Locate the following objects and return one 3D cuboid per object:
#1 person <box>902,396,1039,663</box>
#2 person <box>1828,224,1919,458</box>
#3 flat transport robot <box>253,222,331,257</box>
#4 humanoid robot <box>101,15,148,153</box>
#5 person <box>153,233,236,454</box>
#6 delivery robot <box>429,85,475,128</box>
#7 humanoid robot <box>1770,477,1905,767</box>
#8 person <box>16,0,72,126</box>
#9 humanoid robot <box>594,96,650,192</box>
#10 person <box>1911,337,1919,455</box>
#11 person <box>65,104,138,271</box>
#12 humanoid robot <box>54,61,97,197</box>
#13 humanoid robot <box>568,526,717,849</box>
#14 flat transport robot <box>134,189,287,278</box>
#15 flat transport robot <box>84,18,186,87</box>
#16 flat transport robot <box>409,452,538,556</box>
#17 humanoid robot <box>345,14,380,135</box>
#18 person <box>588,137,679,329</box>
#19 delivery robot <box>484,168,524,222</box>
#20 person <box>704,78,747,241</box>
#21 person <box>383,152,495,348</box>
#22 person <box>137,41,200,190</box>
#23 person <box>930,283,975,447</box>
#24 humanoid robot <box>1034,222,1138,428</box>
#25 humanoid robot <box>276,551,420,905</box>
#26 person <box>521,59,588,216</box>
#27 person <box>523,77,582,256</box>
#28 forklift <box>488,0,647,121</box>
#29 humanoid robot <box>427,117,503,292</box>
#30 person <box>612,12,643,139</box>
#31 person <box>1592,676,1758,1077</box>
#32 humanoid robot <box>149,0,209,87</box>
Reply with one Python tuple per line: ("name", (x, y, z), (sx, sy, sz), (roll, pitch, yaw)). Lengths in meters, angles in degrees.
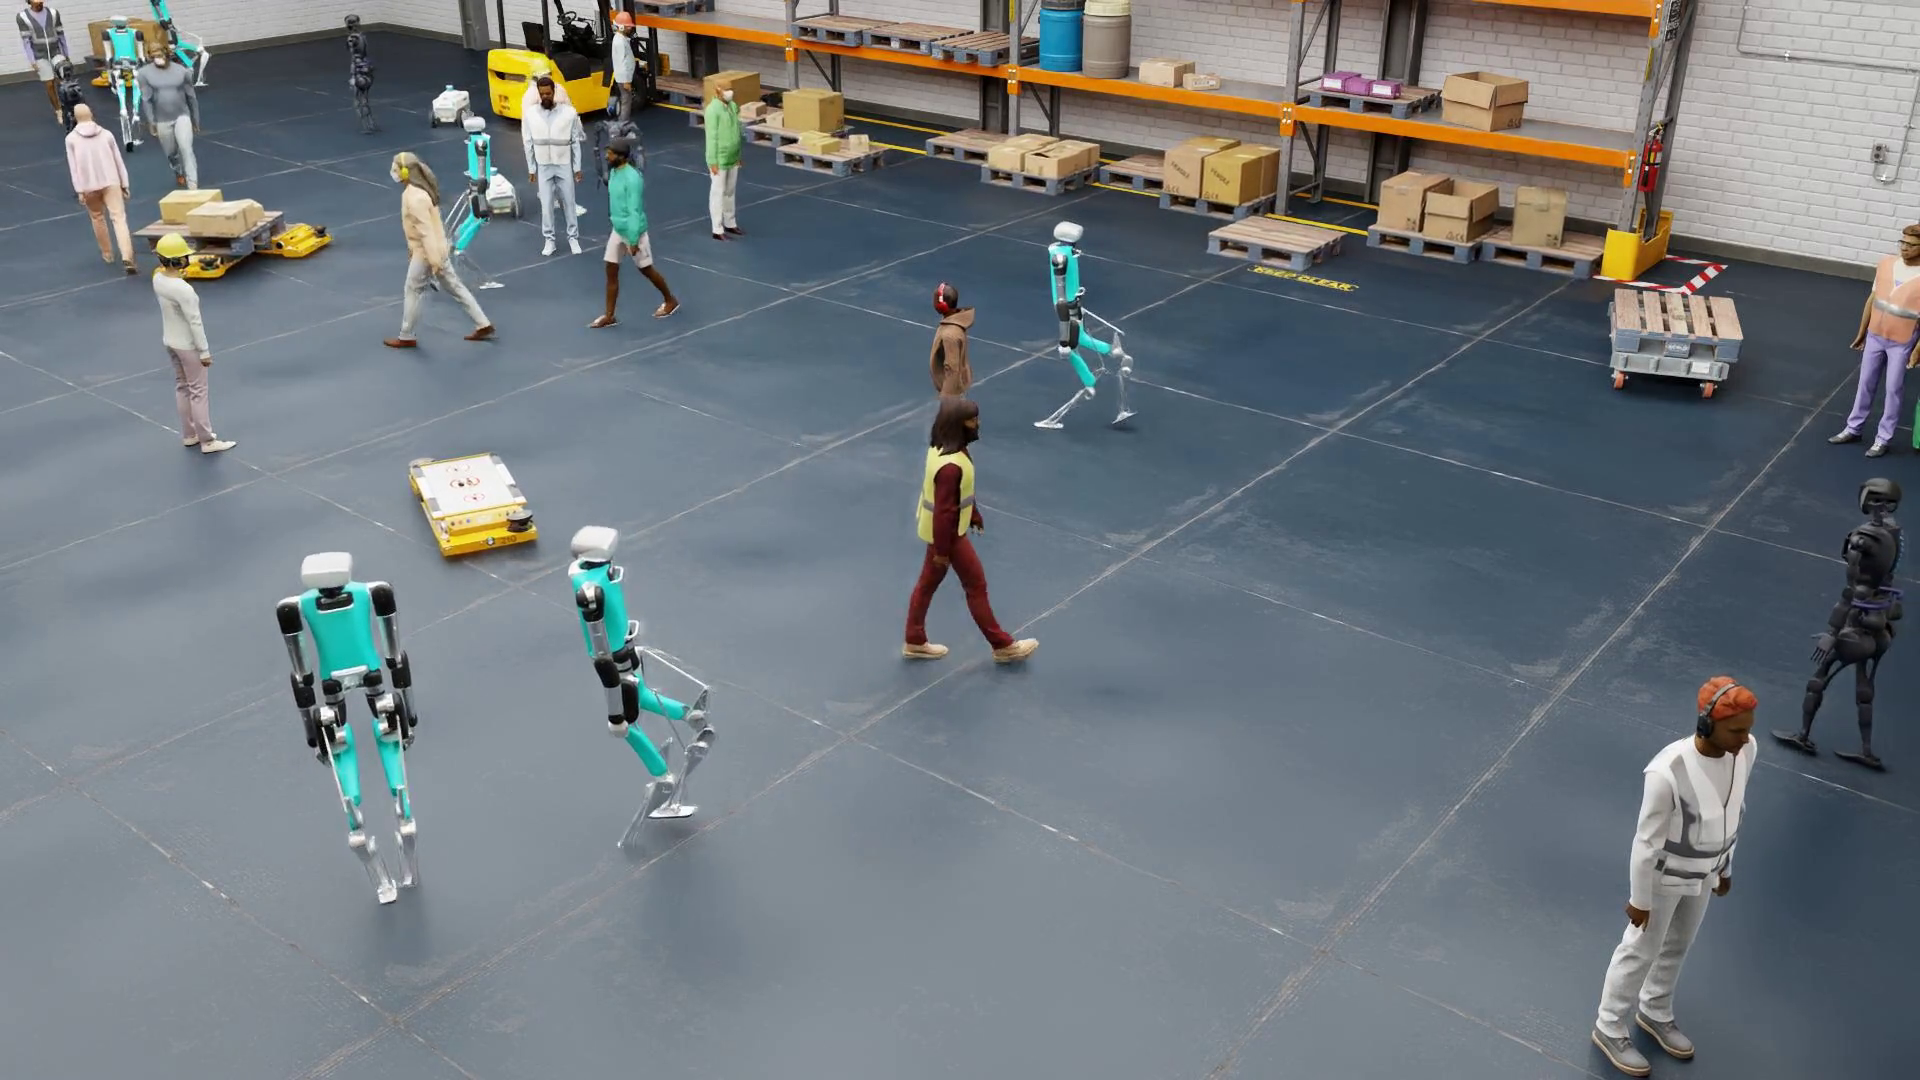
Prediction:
("person", (0.053, -0.050, 9.987), (0.893, 1.728, 0.484), (-2, 26, -4))
("person", (7.291, -1.563, 12.993), (0.390, 1.846, 0.565), (-13, 29, -25))
("flat transport robot", (-7.834, -3.349, 18.506), (1.431, 0.231, 0.659), (4, 26, 8))
("humanoid robot", (-11.409, -6.215, 22.764), (0.552, 1.775, 0.978), (-7, 27, -13))
("person", (-6.039, -1.533, 13.032), (0.527, 1.760, 0.330), (20, 32, 35))
("delivery robot", (-7.466, -6.371, 24.415), (0.499, 0.576, 0.747), (1, 26, 2))
("humanoid robot", (4.884, 0.447, 9.038), (0.601, 1.634, 0.602), (-19, 32, -34))
("person", (-13.211, -7.012, 24.102), (0.620, 2.010, 0.494), (-21, 33, -36))
("humanoid robot", (-3.727, -4.053, 18.348), (0.597, 1.658, 0.319), (1, 26, 1))
("person", (7.656, -1.459, 12.801), (0.538, 1.828, 0.592), (12, 28, 24))
("person", (-9.076, -3.716, 17.604), (0.539, 1.731, 0.946), (-14, 29, -26))
("humanoid robot", (-10.852, -5.041, 20.414), (0.605, 1.632, 0.704), (17, 30, 31))
("humanoid robot", (-1.532, 0.762, 8.343), (0.825, 1.796, 0.540), (-3, 26, -5))
("flat transport robot", (-8.086, -3.137, 18.066), (0.659, 0.231, 1.431), (2, 26, 4))
("flat transport robot", (-13.627, -7.747, 27.614), (0.659, 0.231, 1.431), (9, 27, 17))
("flat transport robot", (-3.586, -0.292, 12.175), (0.659, 0.231, 1.431), (-12, 28, -23))
("humanoid robot", (-8.537, -6.638, 23.688), (0.327, 1.648, 0.611), (0, 26, 0))
("person", (-3.161, -2.957, 15.928), (0.945, 1.804, 0.510), (-20, 32, -35))
("delivery robot", (-5.513, -4.105, 19.739), (0.499, 0.590, 0.789), (-12, 28, -24))
("person", (-2.654, -4.287, 18.709), (0.384, 1.782, 0.550), (12, 28, 24))
("person", (-4.877, -2.667, 15.316), (1.001, 1.826, 0.529), (-3, 26, -6))
("person", (-9.671, -5.185, 20.441), (0.619, 1.903, 0.909), (-11, 28, -22))
("person", (-0.059, -1.094, 12.246), (0.329, 1.647, 0.460), (2, 26, 3))
("humanoid robot", (1.121, -1.661, 13.381), (1.018, 1.777, 0.531), (5, 26, 10))
("humanoid robot", (-2.829, 0.983, 7.882), (0.540, 1.803, 0.748), (-10, 27, -19))
("person", (-4.790, -4.760, 19.636), (0.720, 1.823, 0.811), (15, 29, 28))
("person", (-4.412, -4.070, 18.106), (0.590, 1.919, 0.392), (-4, 26, -9))
("forklift", (-5.874, -7.334, 24.552), (1.214, 2.155, 2.313), (19, 32, 34))
("humanoid robot", (-5.137, -3.340, 16.852), (0.905, 1.807, 0.554), (-10, 27, -19))
("person", (-4.687, -6.524, 23.393), (0.351, 1.737, 0.572), (-4, 26, -9))
("person", (2.967, 1.383, 6.871), (0.565, 1.875, 0.351), (-14, 29, -26))
("humanoid robot", (-12.344, -7.967, 26.362), (1.000, 1.720, 0.531), (-9, 27, -18))
